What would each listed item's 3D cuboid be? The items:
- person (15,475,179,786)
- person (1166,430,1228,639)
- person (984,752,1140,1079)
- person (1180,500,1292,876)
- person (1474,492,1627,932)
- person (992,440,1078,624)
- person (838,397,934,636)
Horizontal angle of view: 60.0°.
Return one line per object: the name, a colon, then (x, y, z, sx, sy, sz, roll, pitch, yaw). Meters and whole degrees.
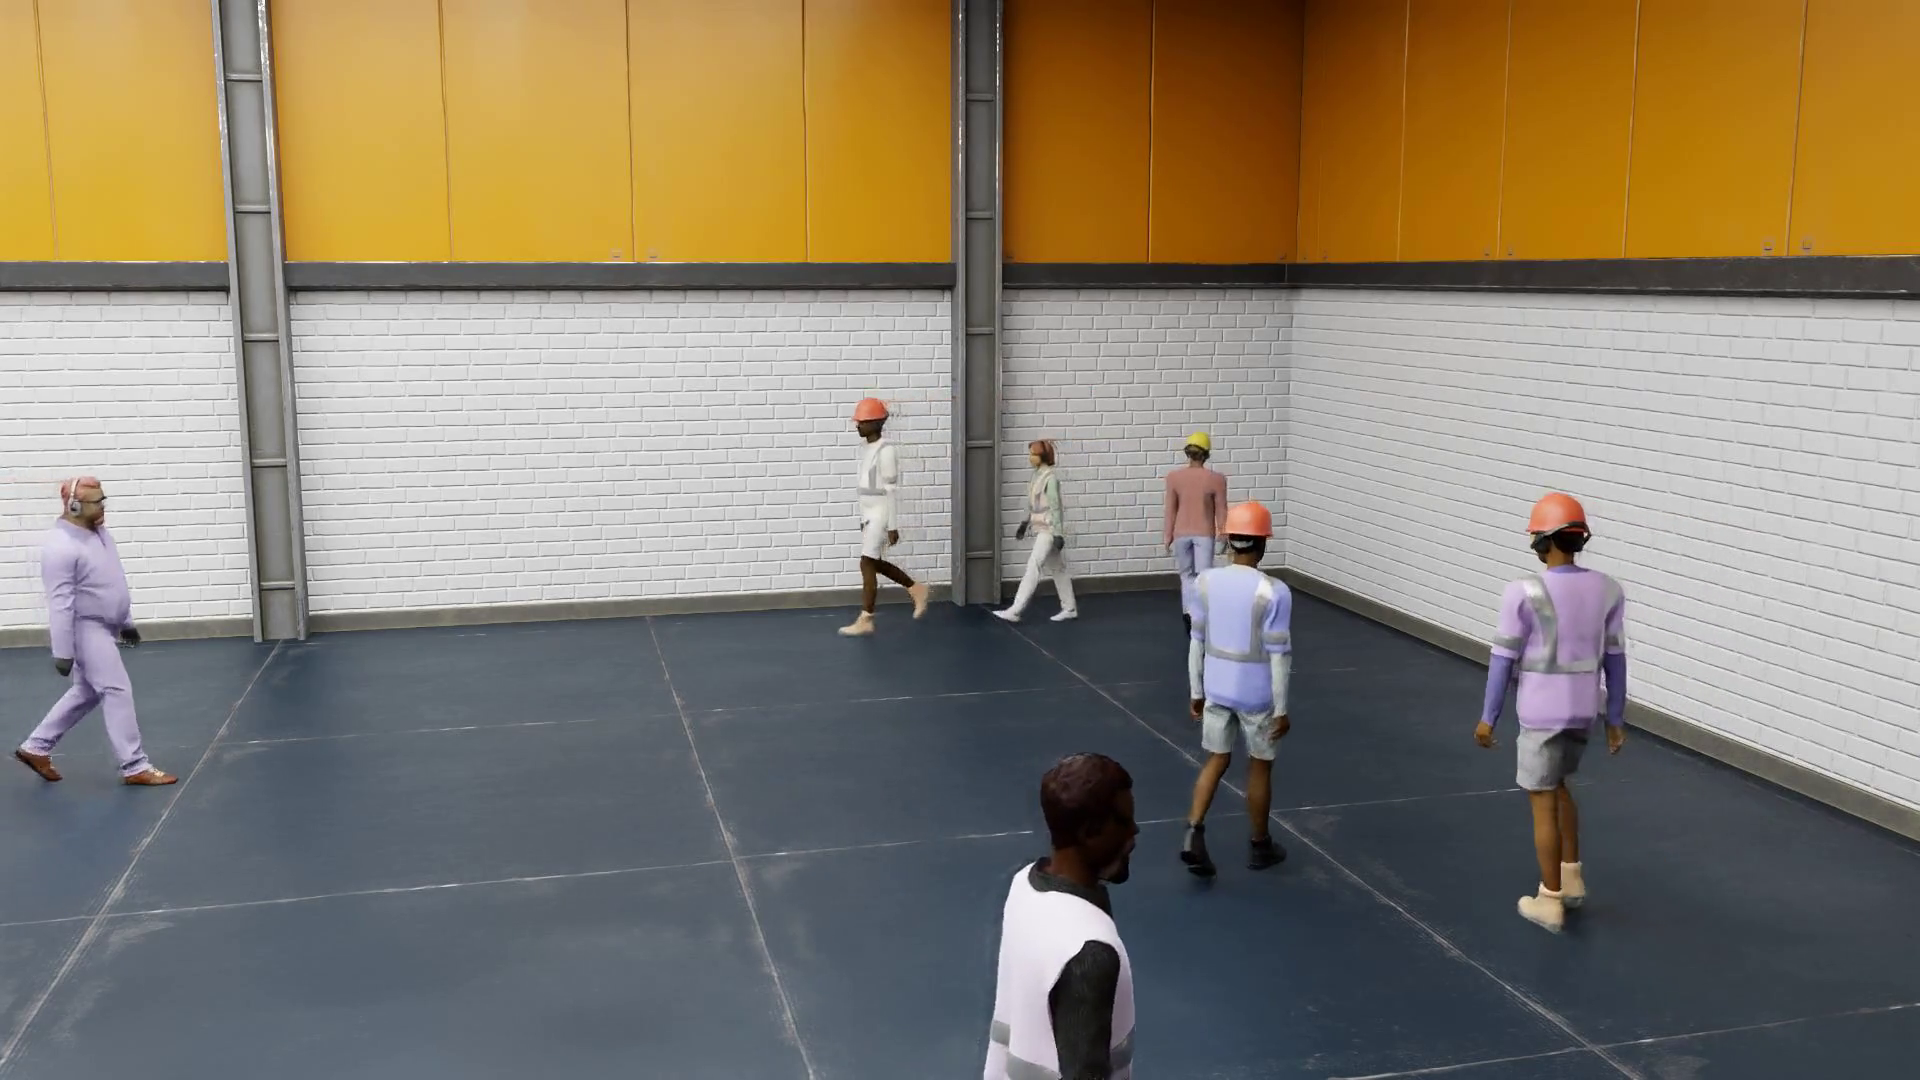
person: (-5.173, 0.541, 9.798, 0.911, 1.875, 0.640, -1, 9, -9)
person: (1.941, -0.040, 13.822, 0.532, 1.741, 0.739, 4, 10, 23)
person: (0.276, 1.443, 4.037, 0.440, 1.908, 0.613, -2, 9, -11)
person: (1.392, 0.757, 8.308, 0.552, 1.919, 0.745, 7, 12, 38)
person: (2.748, 0.794, 7.736, 0.624, 2.020, 0.518, -3, 10, -20)
person: (0.668, -0.061, 14.395, 0.835, 1.597, 0.525, -2, 9, -10)
person: (-0.624, -0.211, 14.072, 0.851, 2.020, 0.614, -4, 10, -24)
